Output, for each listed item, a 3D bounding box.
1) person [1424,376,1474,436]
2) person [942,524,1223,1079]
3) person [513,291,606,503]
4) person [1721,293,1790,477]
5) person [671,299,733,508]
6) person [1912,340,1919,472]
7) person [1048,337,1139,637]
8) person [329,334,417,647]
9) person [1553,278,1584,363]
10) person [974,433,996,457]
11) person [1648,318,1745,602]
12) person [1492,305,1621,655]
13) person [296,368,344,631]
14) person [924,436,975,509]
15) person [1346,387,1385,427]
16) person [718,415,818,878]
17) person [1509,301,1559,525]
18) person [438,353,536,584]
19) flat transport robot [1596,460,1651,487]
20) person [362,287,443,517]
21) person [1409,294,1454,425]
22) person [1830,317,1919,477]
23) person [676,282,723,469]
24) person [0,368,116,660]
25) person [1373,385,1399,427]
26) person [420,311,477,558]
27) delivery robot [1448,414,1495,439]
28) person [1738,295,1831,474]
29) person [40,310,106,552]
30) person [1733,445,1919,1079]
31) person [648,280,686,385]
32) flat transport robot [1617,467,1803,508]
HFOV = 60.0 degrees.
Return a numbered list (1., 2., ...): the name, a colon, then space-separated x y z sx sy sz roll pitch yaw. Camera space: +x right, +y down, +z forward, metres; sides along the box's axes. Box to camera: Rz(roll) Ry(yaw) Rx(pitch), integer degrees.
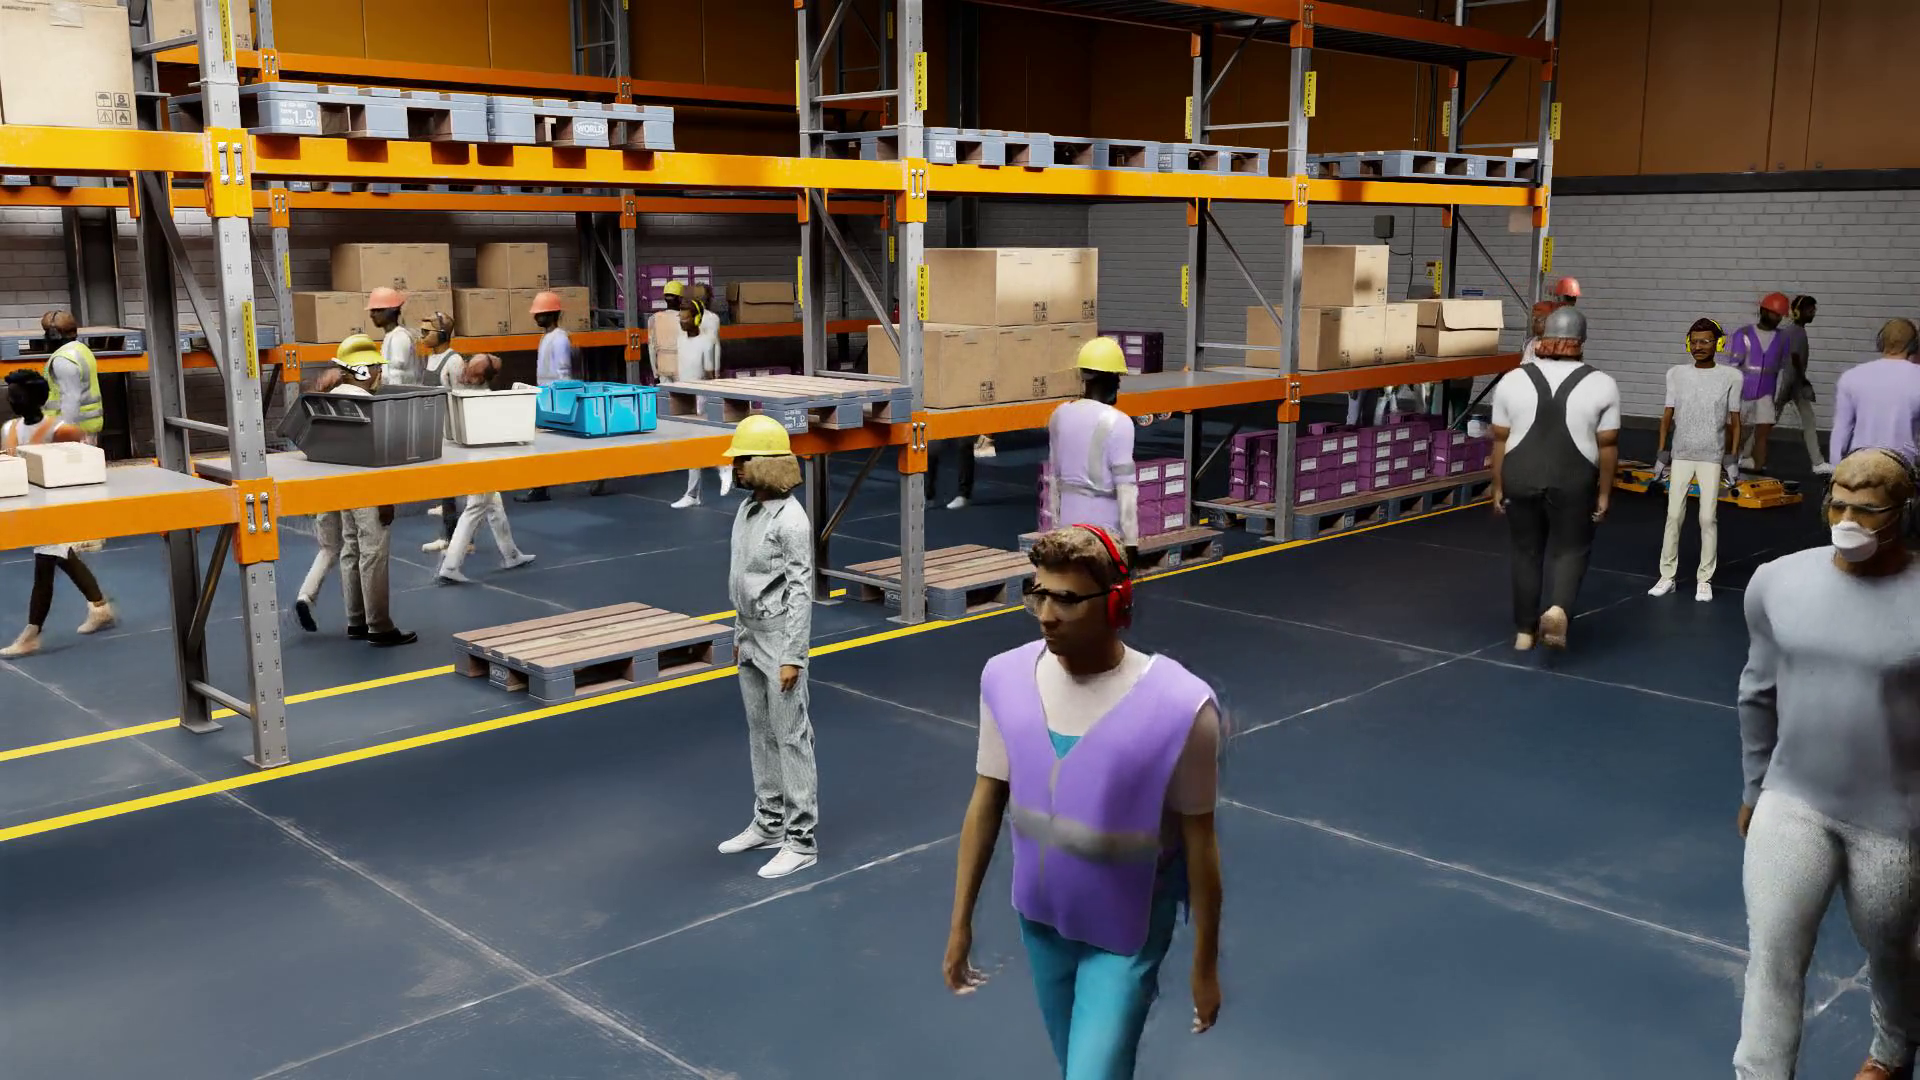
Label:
1. person: 4.878 -1.503 16.626 0.528 1.760 0.339 -2 11 -11
2. person: 0.201 0.871 3.532 0.588 1.805 0.906 9 13 39
3. person: -3.618 -1.299 15.085 0.877 1.914 0.549 -4 11 -23
4. person: 7.543 -1.410 15.817 0.589 1.869 1.040 2 11 8
5. person: -2.319 -1.225 14.852 0.674 1.852 0.529 -9 14 -39
6. person: 9.843 -1.496 16.943 0.338 1.647 0.517 5 11 24
7. person: 0.645 -0.087 8.521 0.866 1.898 0.598 -7 13 -34
8. person: -3.485 -0.288 9.782 0.403 1.833 0.590 -10 14 -43
9. person: 6.539 -1.842 17.968 1.011 1.932 0.616 9 14 41
10. person: 0.215 -1.921 18.135 0.389 2.035 0.605 -1 10 -6
11. person: 4.864 -0.526 10.980 0.535 1.869 0.312 7 13 34
12. person: 3.368 -0.336 9.476 0.696 2.000 0.725 6 12 28
13. person: -3.771 -0.235 10.094 0.523 1.619 0.635 2 11 10
14. person: -0.149 -1.176 14.470 0.593 1.883 0.824 8 13 39
15. person: 4.185 -1.601 17.129 0.523 1.767 0.313 -8 13 -35
16. person: -0.734 0.397 6.294 0.295 1.744 0.489 -7 12 -34
17. person: 4.767 -1.022 13.654 0.443 1.874 0.610 -3 11 -16
18. person: -3.361 -0.508 11.660 0.495 1.588 0.898 8 13 38
19. flat transport robot: 6.009 -0.712 16.358 0.652 0.197 1.431 -6 12 -30
20. person: -4.754 -1.140 14.072 1.103 1.980 0.610 -7 12 -32
21. person: 5.054 -1.706 17.608 0.644 1.806 0.824 1 10 3
22. person: 5.915 -0.471 10.634 0.645 1.899 1.023 10 14 43
23. person: -2.652 -1.674 17.064 0.638 1.928 0.471 10 14 43
24. person: -5.341 -0.189 9.751 0.545 1.649 0.881 4 11 22
25. person: 4.577 -1.666 17.875 0.479 1.610 0.587 4 11 20
26. person: -3.852 -0.788 12.476 0.351 1.846 0.506 -8 13 -39
27. delivery robot: 5.337 -1.060 17.221 0.477 0.478 0.707 -10 14 -44
28. person: 8.448 -1.573 16.898 0.486 1.807 1.004 -10 14 -43
29. person: -6.788 -0.829 12.715 0.430 1.840 0.625 -3 11 -16
30. person: 2.327 0.688 4.313 1.005 1.896 0.645 -10 14 -42
31. person: -3.055 -1.816 17.868 0.586 1.924 0.370 4 11 19
32. flat transport robot: 6.844 -0.503 15.214 0.652 0.197 1.431 -7 12 -33
